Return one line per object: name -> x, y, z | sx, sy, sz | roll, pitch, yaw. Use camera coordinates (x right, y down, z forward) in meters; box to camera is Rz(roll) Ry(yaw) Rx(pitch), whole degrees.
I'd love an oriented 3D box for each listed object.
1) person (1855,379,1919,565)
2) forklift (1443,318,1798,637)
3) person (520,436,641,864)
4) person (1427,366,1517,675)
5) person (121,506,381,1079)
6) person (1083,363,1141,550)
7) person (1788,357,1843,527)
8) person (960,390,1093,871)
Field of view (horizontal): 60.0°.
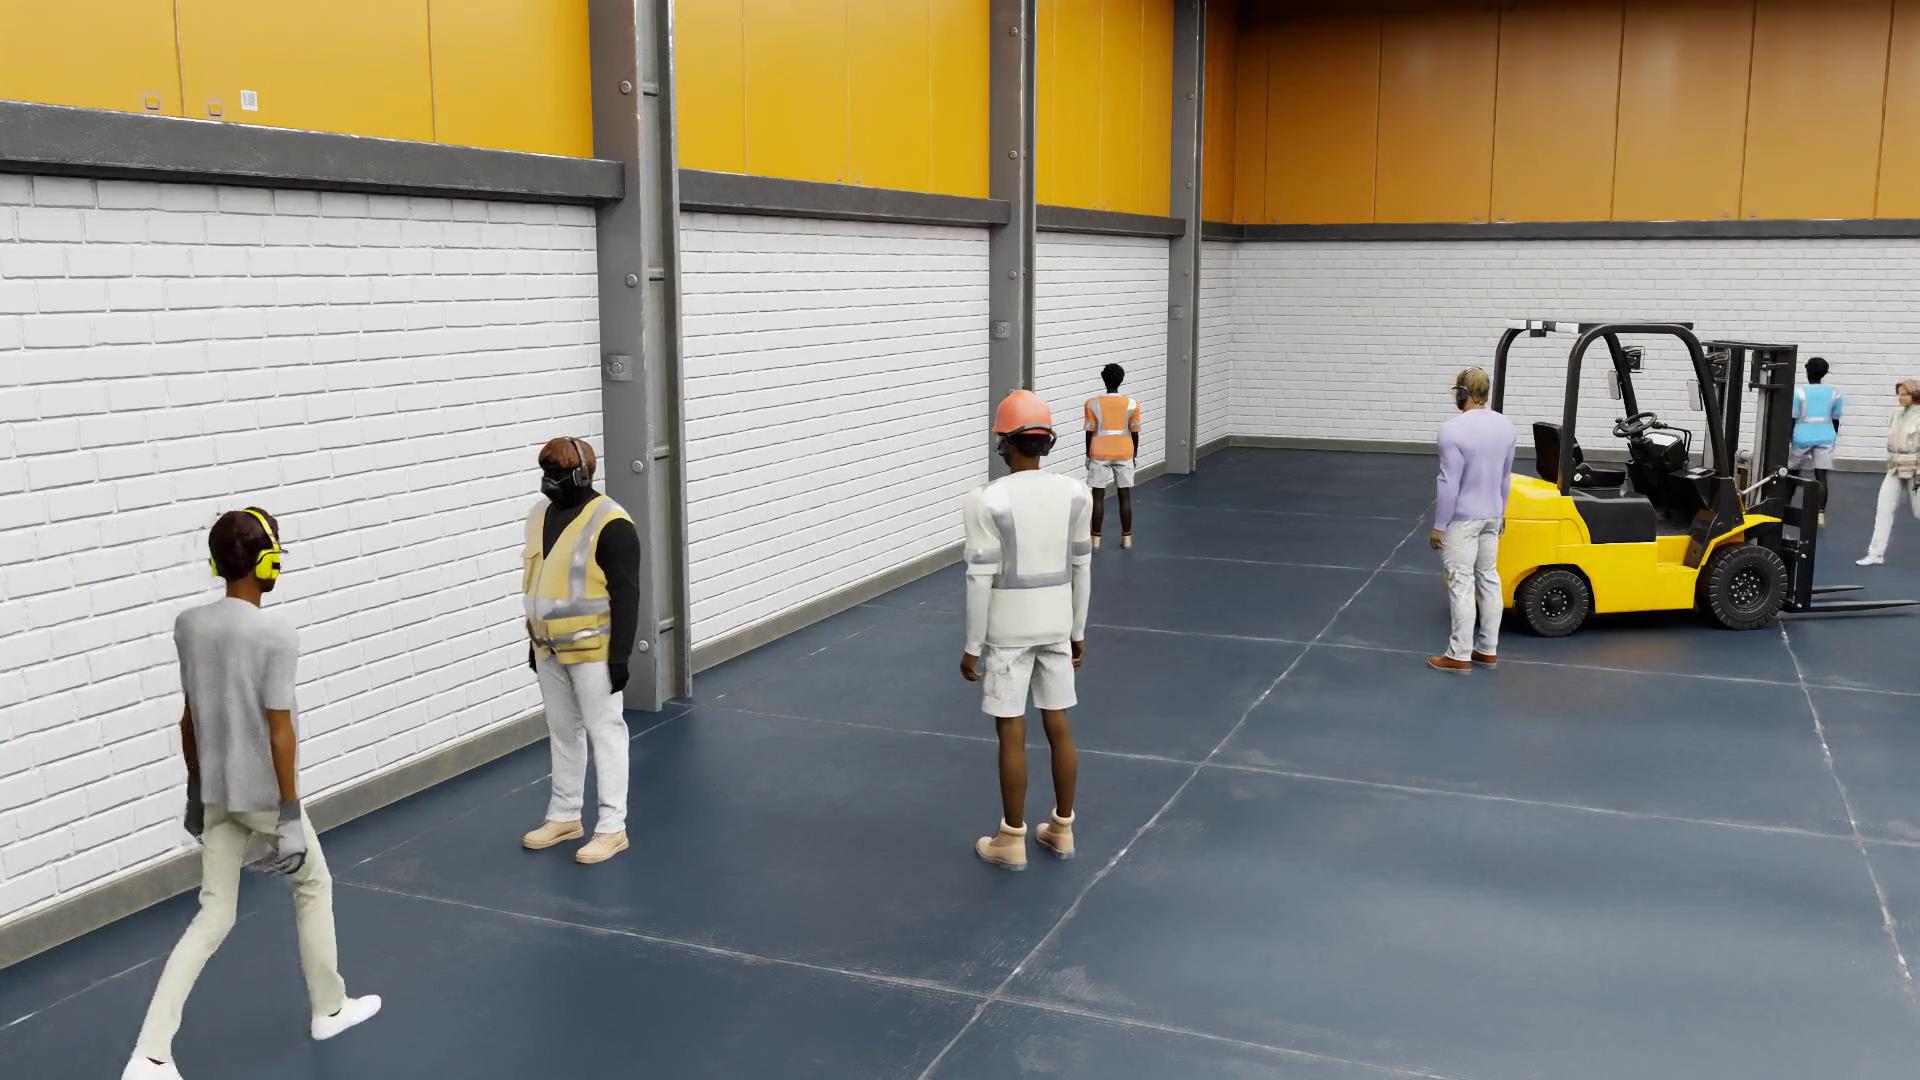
person -> 8.143, -0.569, 14.196 | 0.781, 1.613, 0.518 | -2, 10, -12
forklift -> 4.706, -0.497, 11.990 | 2.313, 2.155, 1.214 | -2, 10, -10
person -> -1.660, 0.469, 7.202 | 0.624, 1.845, 0.430 | 7, 12, 37
person -> 3.212, -0.120, 10.478 | 0.630, 1.938, 0.366 | -6, 11, -31
person -> -2.273, 0.813, 5.209 | 0.533, 1.826, 0.937 | 3, 10, 20
person -> 1.373, -0.751, 15.065 | 0.529, 1.690, 0.321 | -1, 9, -5
person -> 8.480, -0.991, 16.613 | 0.542, 1.654, 0.827 | 2, 10, 10
person -> 0.267, 0.384, 7.104 | 0.609, 2.043, 0.397 | -5, 11, -27
